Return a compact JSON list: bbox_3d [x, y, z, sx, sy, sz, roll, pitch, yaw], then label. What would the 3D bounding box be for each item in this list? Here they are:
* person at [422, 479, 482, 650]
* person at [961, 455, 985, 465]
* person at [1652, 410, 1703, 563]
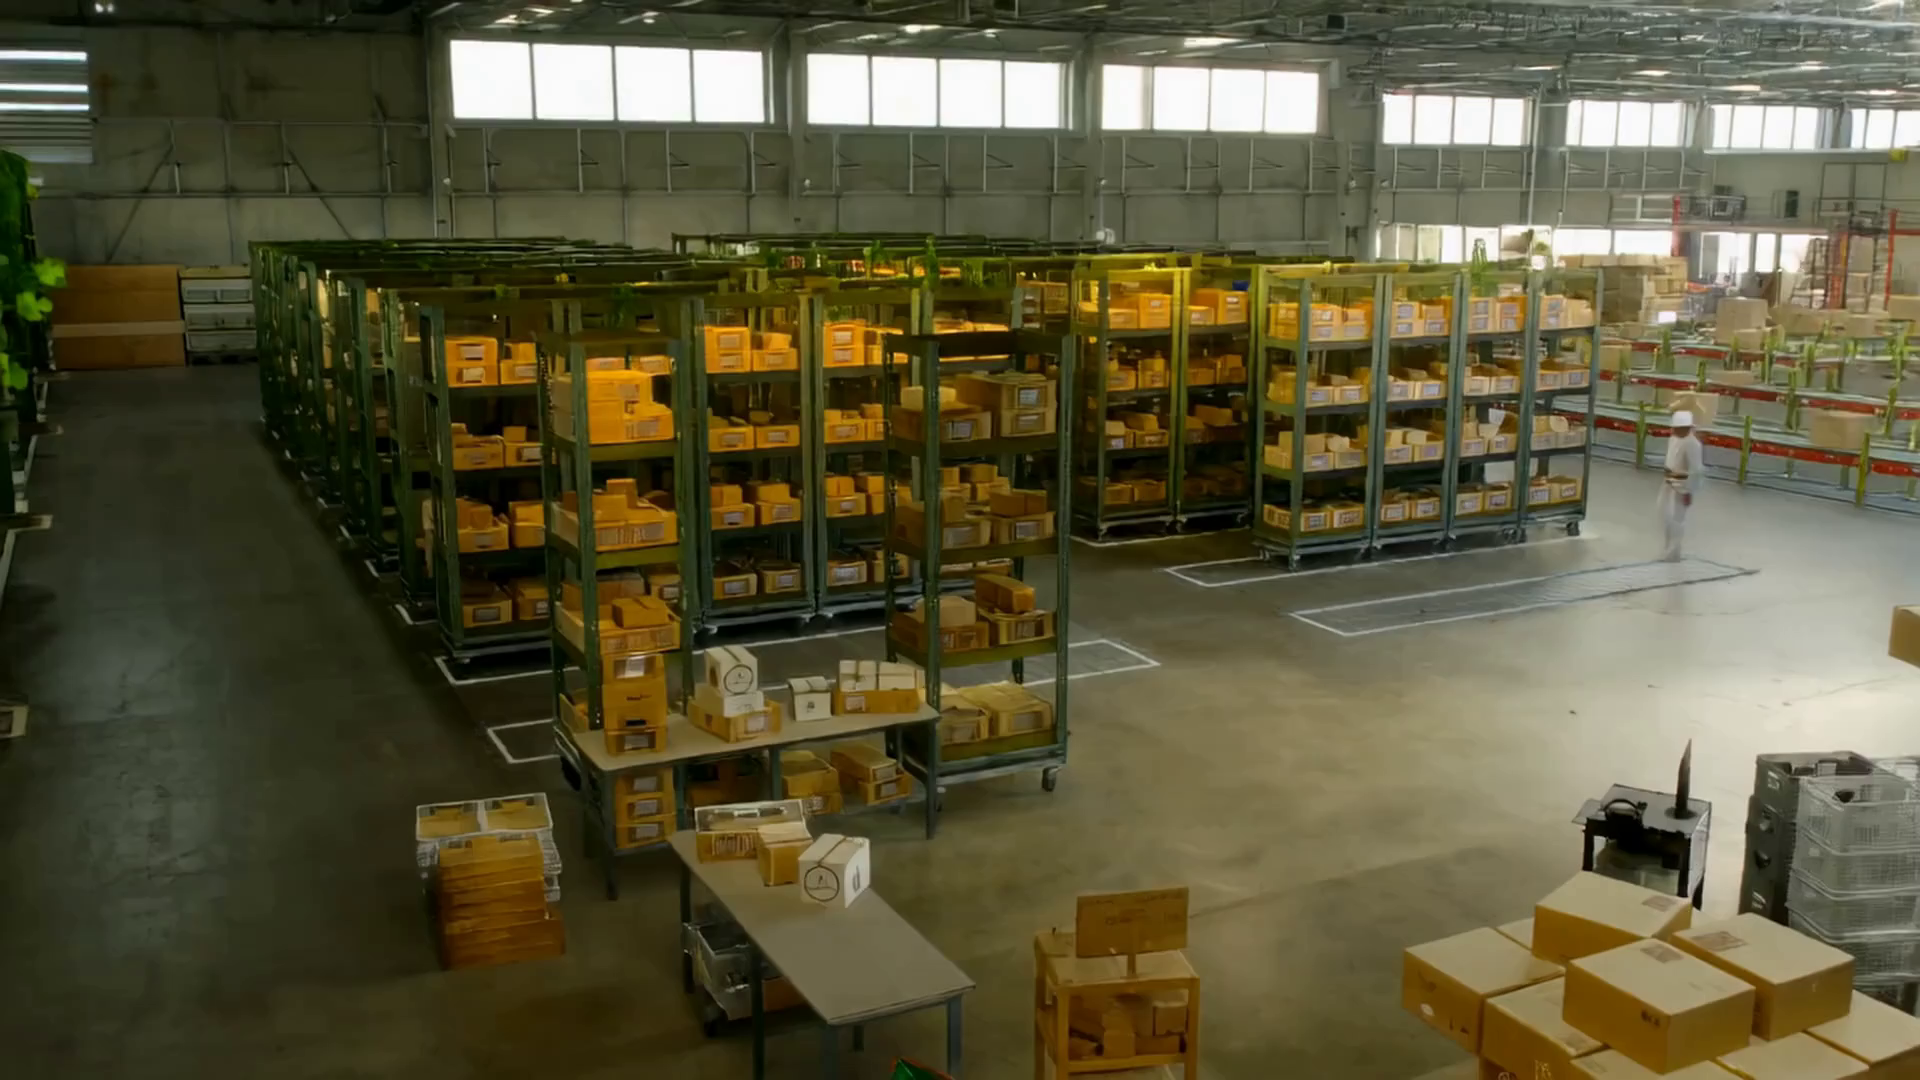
[{"bbox_3d":[-5.212,0.187,17.071,0.570,1.844,0.377,-9,15,-37],"label":"person"},{"bbox_3d":[0.213,-0.929,22.324,0.403,1.830,0.598,-2,12,-7],"label":"person"},{"bbox_3d":[8.991,-0.668,20.847,0.439,1.935,0.634,-3,12,-13],"label":"person"}]
